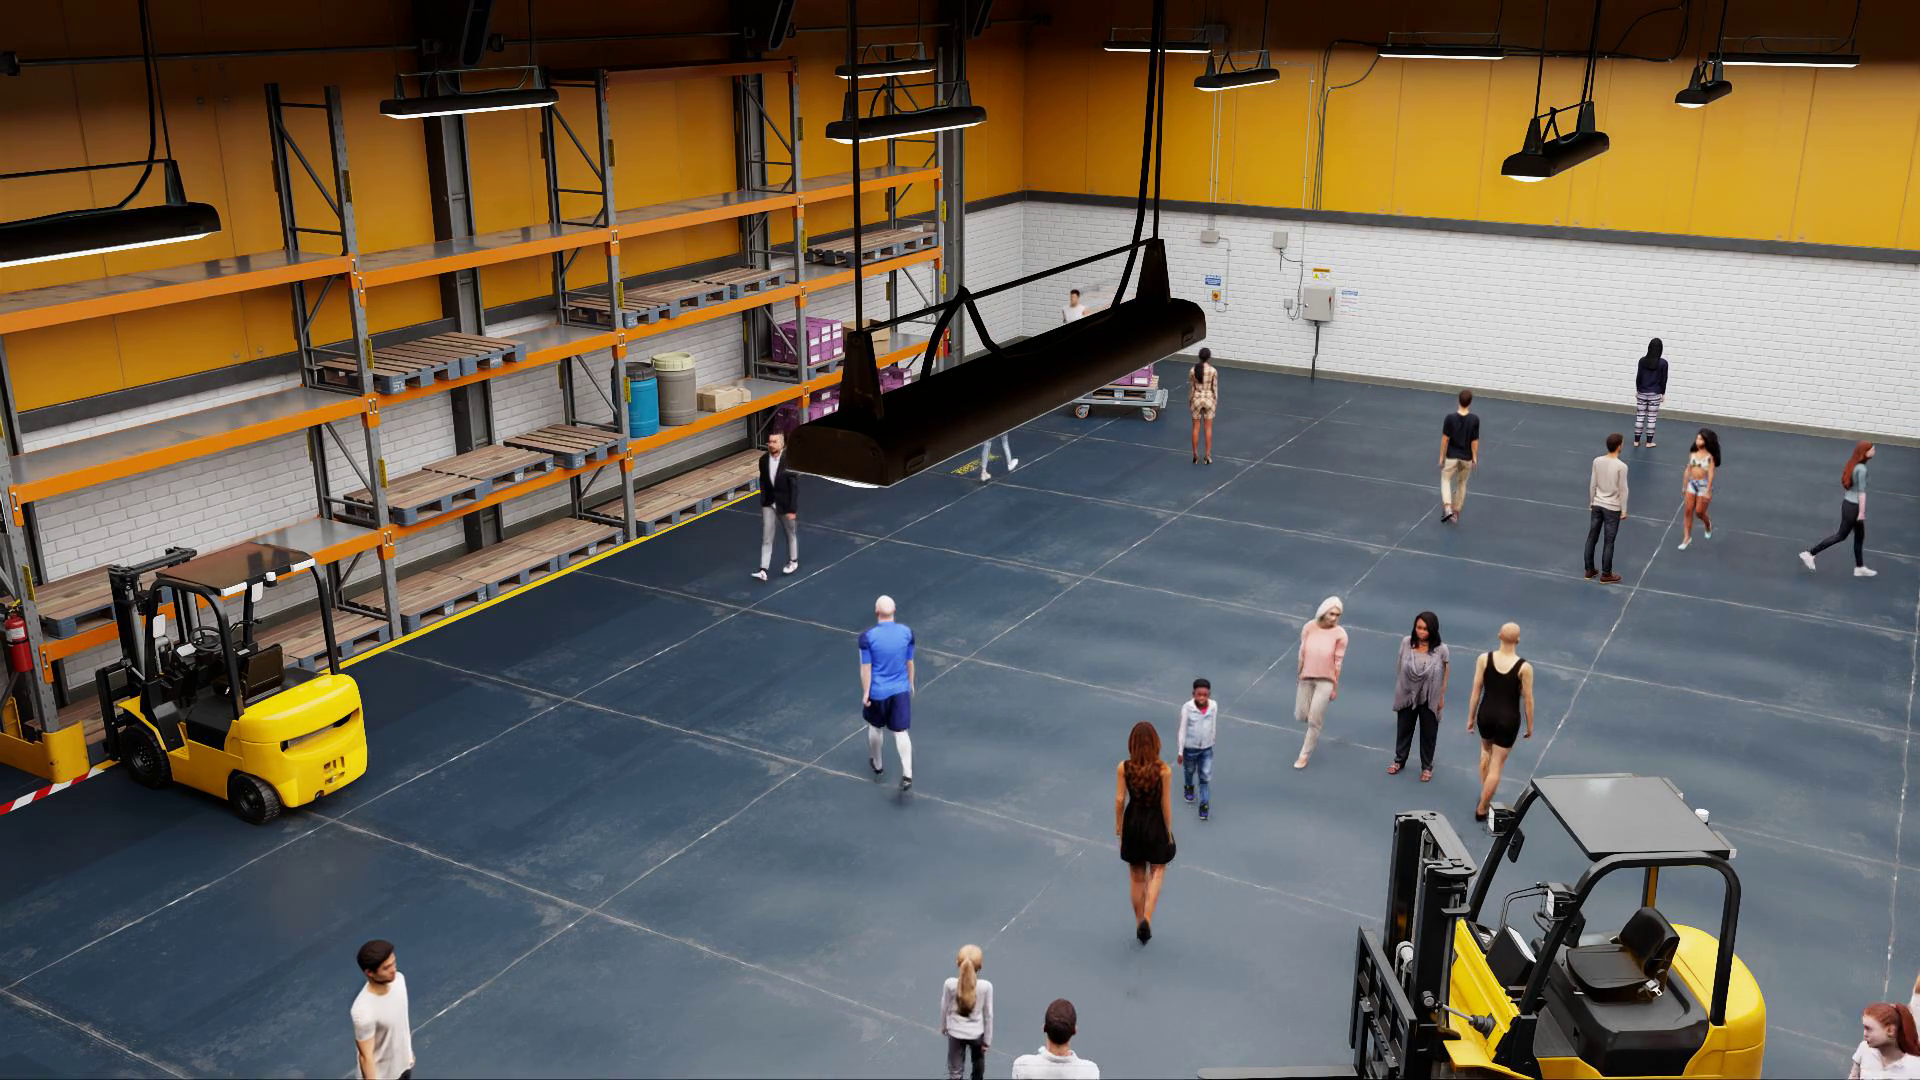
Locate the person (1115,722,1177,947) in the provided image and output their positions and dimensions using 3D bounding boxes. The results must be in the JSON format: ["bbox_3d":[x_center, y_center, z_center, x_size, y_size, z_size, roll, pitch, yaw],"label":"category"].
[{"bbox_3d":[1.364,2.247,12.420,0.687,1.829,0.692,5,19,14],"label":"person"}]

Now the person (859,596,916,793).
[{"bbox_3d":[-0.626,1.401,14.958,1.160,1.814,1.213,-5,19,-14],"label":"person"}]

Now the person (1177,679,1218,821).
[{"bbox_3d":[2.095,1.793,14.710,0.755,1.228,0.937,0,19,1],"label":"person"}]

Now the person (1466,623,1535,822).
[{"bbox_3d":[4.623,1.605,14.382,0.699,1.795,0.836,13,22,33],"label":"person"}]

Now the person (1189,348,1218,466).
[{"bbox_3d":[3.678,-2.024,25.162,0.637,1.792,0.625,5,19,15],"label":"person"}]

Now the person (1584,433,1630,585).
[{"bbox_3d":[7.857,-0.398,20.209,0.719,1.870,0.733,-13,23,-34],"label":"person"}]

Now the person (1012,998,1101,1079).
[{"bbox_3d":[0.491,3.397,9.022,1.081,1.819,1.261,-2,19,-5],"label":"person"}]

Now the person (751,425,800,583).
[{"bbox_3d":[-2.151,-0.467,20.354,0.850,1.909,1.214,7,20,21],"label":"person"}]

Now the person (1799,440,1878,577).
[{"bbox_3d":[10.839,-0.366,20.360,0.872,1.713,1.135,5,19,13],"label":"person"}]

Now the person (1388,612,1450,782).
[{"bbox_3d":[4.230,1.403,15.270,0.614,1.611,0.632,10,21,27],"label":"person"}]

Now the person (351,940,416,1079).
[{"bbox_3d":[-3.455,3.137,9.961,0.764,1.713,0.619,3,19,8],"label":"person"}]

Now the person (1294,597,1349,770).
[{"bbox_3d":[3.373,1.295,15.460,0.629,1.693,0.807,13,22,33],"label":"person"}]

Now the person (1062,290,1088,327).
[{"bbox_3d":[2.102,-3.642,30.008,0.650,1.765,0.978,9,21,26],"label":"person"}]

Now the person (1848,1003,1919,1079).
[{"bbox_3d":[5.145,3.374,9.228,0.721,1.732,0.739,14,23,35],"label":"person"}]

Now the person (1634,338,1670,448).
[{"bbox_3d":[10.844,-2.327,26.152,0.625,1.734,0.537,13,22,33],"label":"person"}]

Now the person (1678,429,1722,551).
[{"bbox_3d":[9.533,-0.643,21.340,0.855,1.614,0.761,-11,21,-29],"label":"person"}]

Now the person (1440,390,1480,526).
[{"bbox_3d":[6.679,-1.065,22.240,0.774,1.839,0.863,3,19,10],"label":"person"}]

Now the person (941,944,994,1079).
[{"bbox_3d":[0.028,3.175,10.553,0.774,1.263,0.962,0,19,0],"label":"person"}]
